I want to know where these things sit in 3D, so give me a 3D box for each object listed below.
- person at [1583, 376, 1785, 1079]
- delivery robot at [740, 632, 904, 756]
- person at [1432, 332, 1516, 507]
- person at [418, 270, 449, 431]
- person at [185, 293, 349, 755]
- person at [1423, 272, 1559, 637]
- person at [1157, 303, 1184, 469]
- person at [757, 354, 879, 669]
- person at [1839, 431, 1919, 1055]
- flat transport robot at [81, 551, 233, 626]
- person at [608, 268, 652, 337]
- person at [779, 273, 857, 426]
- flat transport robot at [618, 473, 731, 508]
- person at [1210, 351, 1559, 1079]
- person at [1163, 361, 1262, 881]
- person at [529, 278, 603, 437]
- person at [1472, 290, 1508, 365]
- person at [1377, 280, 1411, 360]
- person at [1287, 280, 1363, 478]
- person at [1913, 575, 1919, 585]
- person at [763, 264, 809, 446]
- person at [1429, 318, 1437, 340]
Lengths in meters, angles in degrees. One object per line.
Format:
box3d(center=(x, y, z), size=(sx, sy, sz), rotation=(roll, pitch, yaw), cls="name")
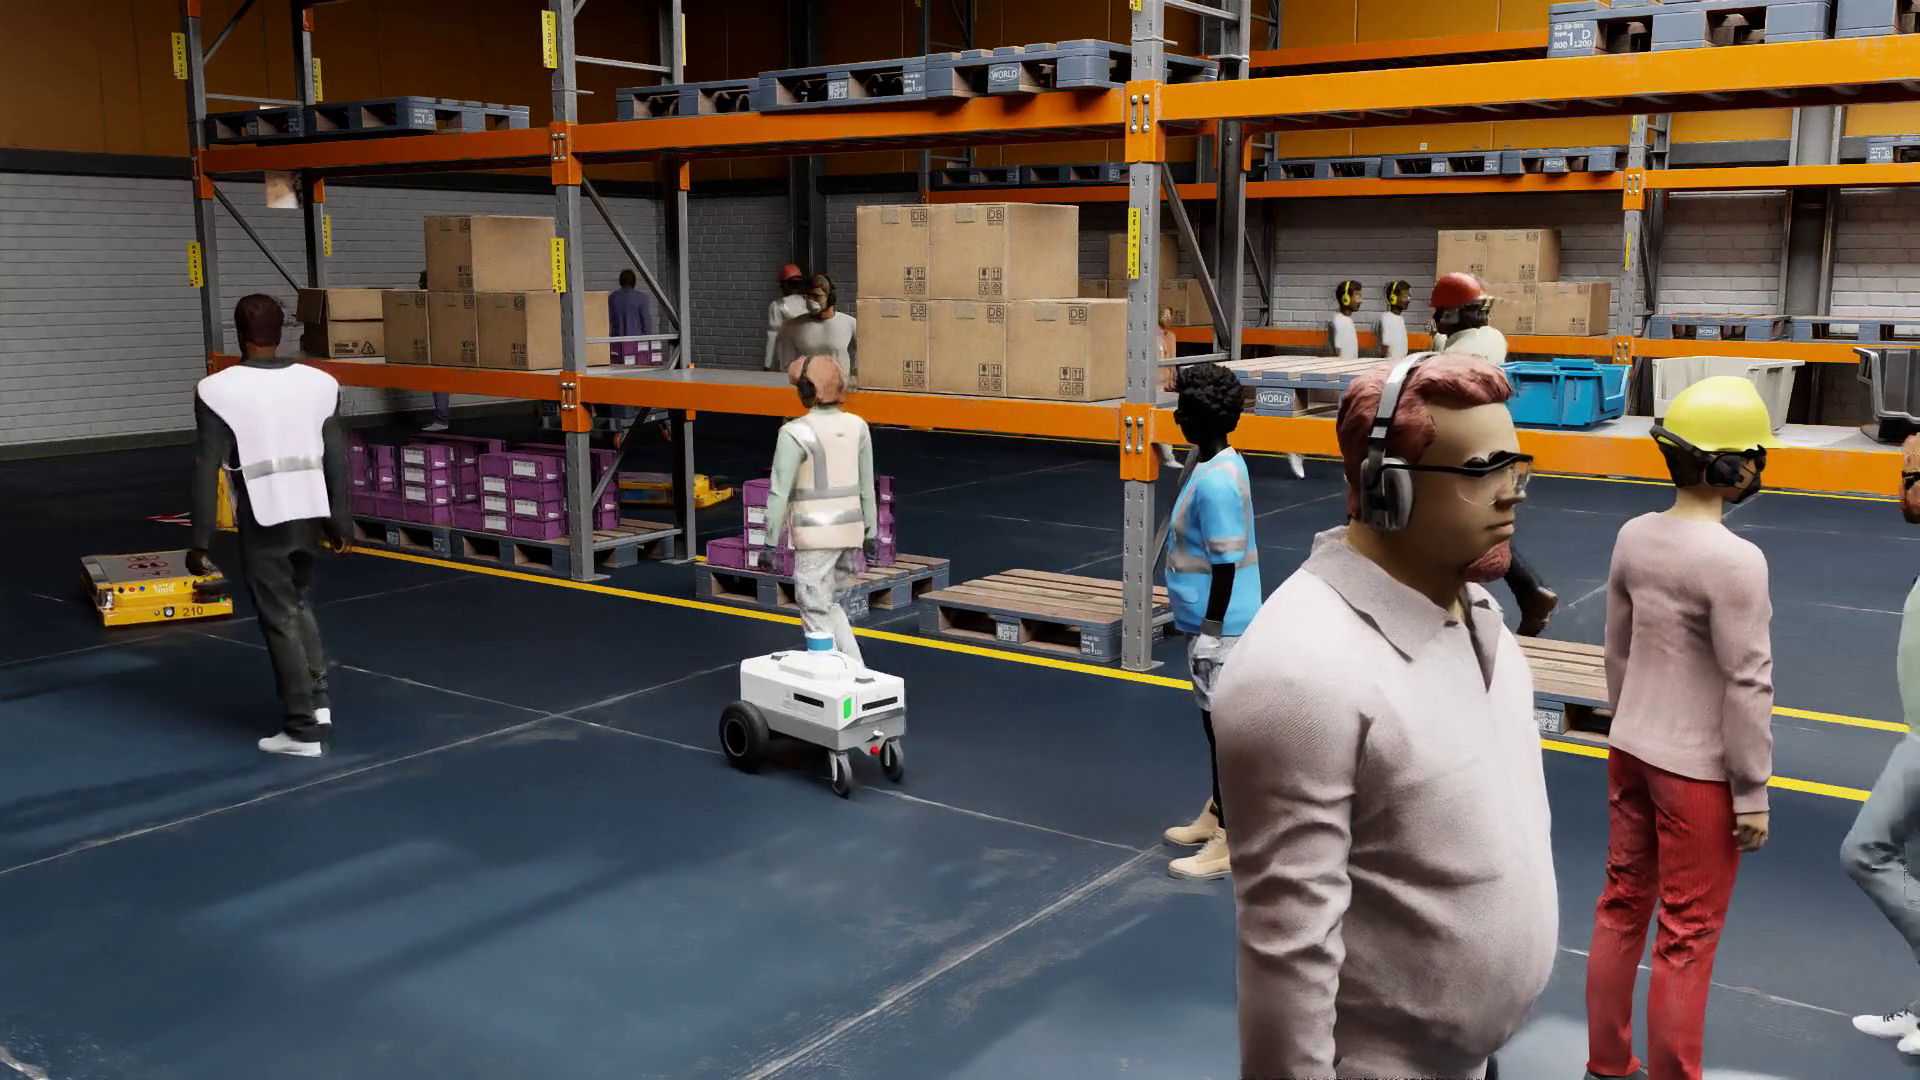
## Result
box3d(center=(1.666, 0.512, 3.805), size=(0.316, 1.769, 0.523), rotation=(-2, 10, -11), cls="person")
box3d(center=(-0.545, 0.608, 6.556), size=(0.477, 0.478, 0.707), rotation=(-9, 13, -44), cls="delivery robot")
box3d(center=(3.957, -1.063, 13.086), size=(0.940, 1.791, 0.495), rotation=(5, 11, 29), cls="person")
box3d(center=(-6.304, -2.257, 19.882), size=(0.407, 1.908, 0.641), rotation=(-2, 10, -14), cls="person")
box3d(center=(-2.819, -0.053, 6.816), size=(0.513, 1.887, 0.627), rotation=(6, 11, 31), cls="person")
box3d(center=(2.679, -0.409, 8.709), size=(0.853, 1.970, 0.628), rotation=(7, 12, 37), cls="person")
box3d(center=(1.917, -1.526, 16.404), size=(0.740, 1.616, 0.522), rotation=(8, 12, 39), cls="person")
box3d(center=(-0.593, 0.016, 7.163), size=(0.359, 1.625, 0.534), rotation=(7, 12, 36), cls="person")
box3d(center=(2.448, 0.518, 4.204), size=(0.347, 1.614, 0.519), rotation=(7, 12, 36), cls="person")
box3d(center=(-4.745, 0.255, 9.779), size=(0.652, 0.197, 1.431), rotation=(-6, 11, -31), cls="flat transport robot")
box3d(center=(-4.450, -2.670, 22.284), size=(0.641, 1.923, 0.711), rotation=(4, 10, 23), cls="person")
box3d(center=(-0.961, -0.904, 11.733), size=(0.635, 1.935, 0.349), rotation=(1, 10, 6), cls="person")
box3d(center=(-2.692, -0.428, 13.846), size=(1.431, 0.197, 0.652), rotation=(2, 10, 12), cls="flat transport robot")
box3d(center=(0.591, 0.702, 2.257), size=(0.399, 1.909, 0.642), rotation=(7, 12, 36), cls="person")
box3d(center=(0.831, 0.267, 5.463), size=(0.322, 1.699, 0.536), rotation=(1, 10, 8), cls="person")
box3d(center=(-4.494, -2.137, 18.962), size=(0.747, 1.978, 0.626), rotation=(-1, 10, -6), cls="person")
box3d(center=(3.767, -0.933, 12.223), size=(0.404, 1.829, 0.591), rotation=(9, 13, 43), cls="person")
box3d(center=(4.138, -1.576, 16.057), size=(0.866, 1.835, 0.537), rotation=(7, 12, 35), cls="person")
box3d(center=(3.432, -1.435, 15.150), size=(0.782, 1.848, 0.524), rotation=(5, 11, 29), cls="person")
box3d(center=(6.274, -0.577, 9.898), size=(0.555, 1.909, 0.889), rotation=(-6, 11, -32), cls="person")
box3d(center=(-1.769, -1.942, 17.756), size=(0.624, 1.999, 1.032), rotation=(-8, 12, -39), cls="person")
box3d(center=(4.037, -1.087, 13.854), size=(0.900, 1.585, 0.524), rotation=(3, 10, 16), cls="person")
